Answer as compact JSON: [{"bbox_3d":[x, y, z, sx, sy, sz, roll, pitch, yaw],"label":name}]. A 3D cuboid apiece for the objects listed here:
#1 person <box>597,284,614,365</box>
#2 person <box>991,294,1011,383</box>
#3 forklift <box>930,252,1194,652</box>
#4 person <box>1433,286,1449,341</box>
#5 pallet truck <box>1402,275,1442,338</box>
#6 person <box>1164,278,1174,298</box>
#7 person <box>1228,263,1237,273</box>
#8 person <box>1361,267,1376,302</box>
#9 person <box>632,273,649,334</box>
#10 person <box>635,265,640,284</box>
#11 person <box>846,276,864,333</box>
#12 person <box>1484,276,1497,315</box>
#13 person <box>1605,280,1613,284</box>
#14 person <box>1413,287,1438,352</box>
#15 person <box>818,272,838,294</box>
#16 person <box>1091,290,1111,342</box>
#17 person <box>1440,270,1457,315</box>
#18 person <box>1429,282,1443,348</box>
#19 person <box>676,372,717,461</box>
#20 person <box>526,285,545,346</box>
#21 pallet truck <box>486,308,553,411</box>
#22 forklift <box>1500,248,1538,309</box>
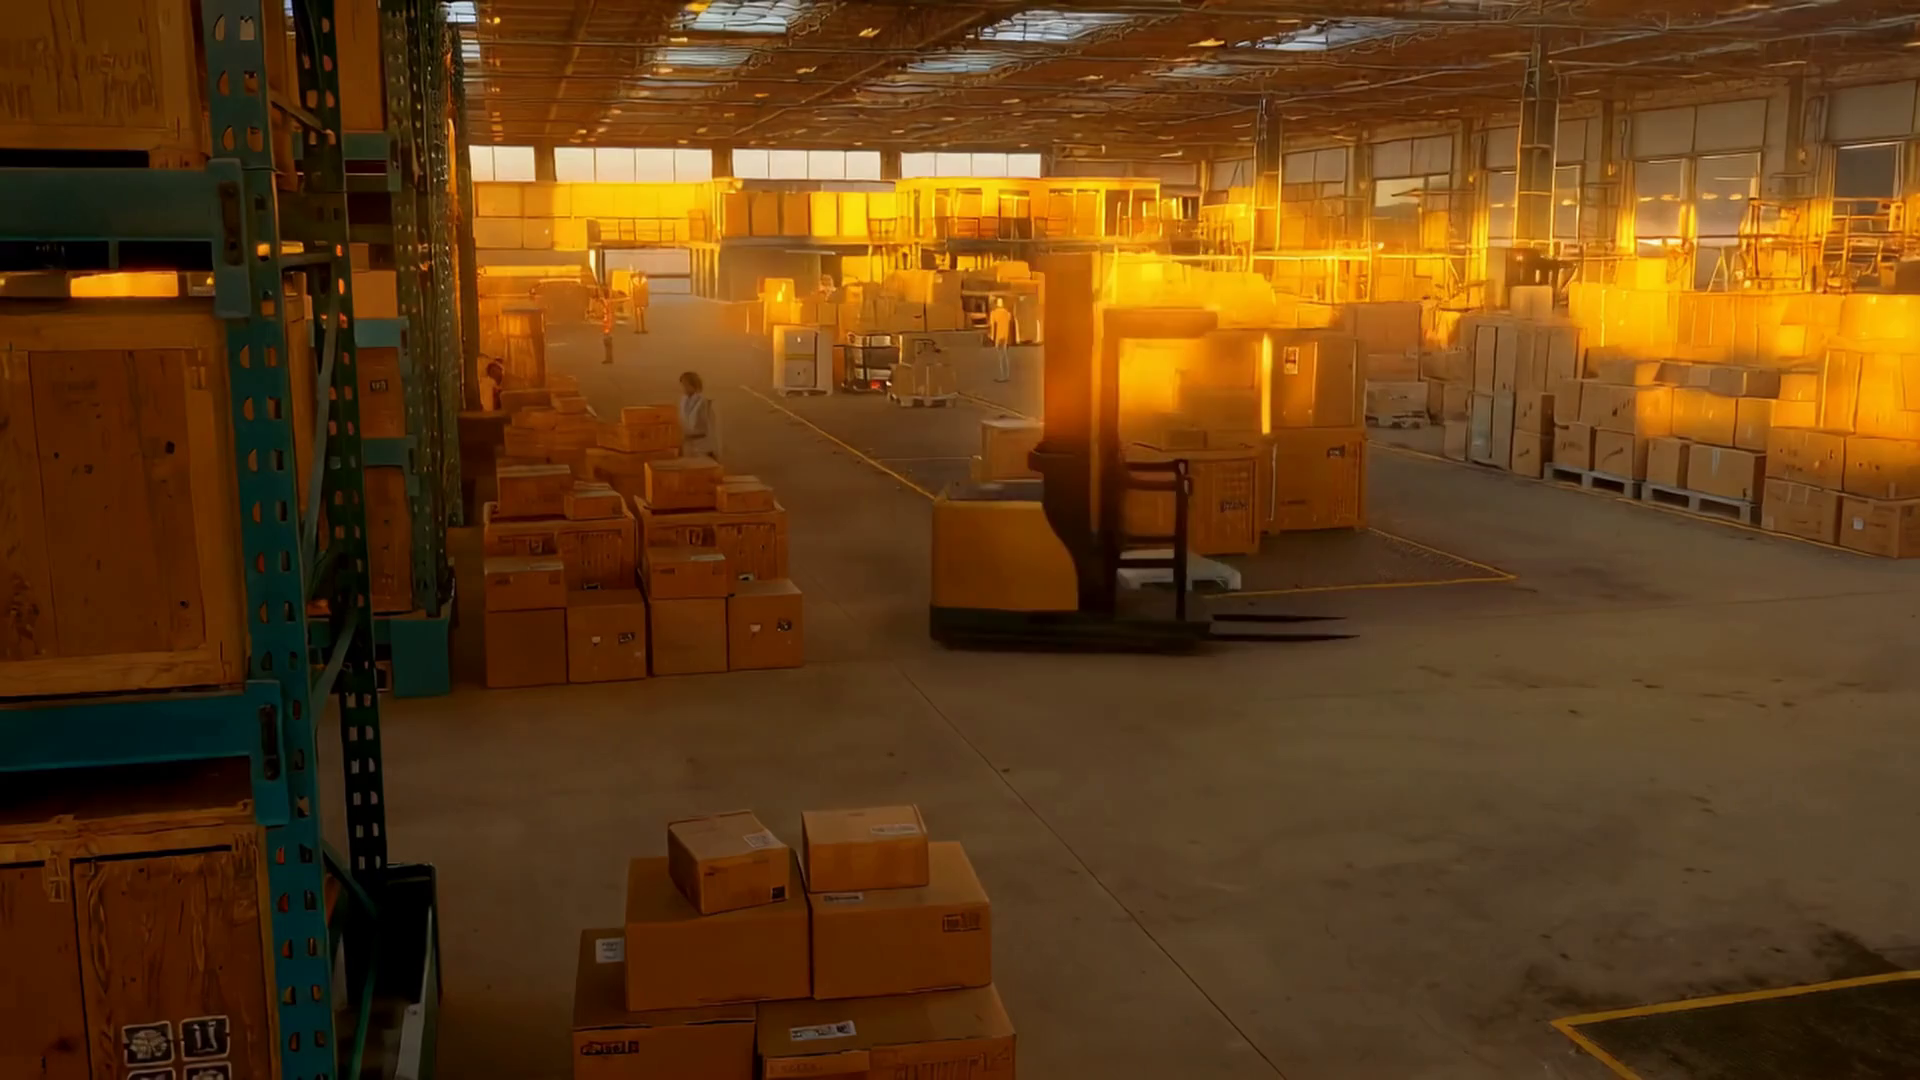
[{"bbox_3d":[-8.609,-5.235,40.416,0.371,1.960,0.609,-1,10,-8],"label":"person"},{"bbox_3d":[0.858,-4.256,35.130,0.520,1.873,0.333,-8,13,-40],"label":"person"},{"bbox_3d":[0.756,-0.679,12.020,1.873,2.768,1.129,1,10,6],"label":"forklift"},{"bbox_3d":[14.528,-6.823,50.150,0.322,1.699,0.536,-2,10,-13],"label":"person"},{"bbox_3d":[14.620,-7.324,52.145,0.823,1.965,1.885,8,13,40],"label":"pallet truck"},{"bbox_3d":[6.722,-7.504,53.574,0.328,1.861,0.503,1,10,8],"label":"person"},{"bbox_3d":[15.459,-14.725,94.149,0.648,1.956,0.873,-3,10,-16],"label":"person"},{"bbox_3d":[19.825,-12.268,80.446,0.589,1.895,0.885,-4,11,-22],"label":"person"},{"bbox_3d":[-10.528,-7.801,54.851,0.375,1.995,0.611,9,14,42],"label":"person"},{"bbox_3d":[-16.684,-13.291,86.261,0.355,1.883,0.576,-3,10,-16],"label":"person"},{"bbox_3d":[-3.275,-7.262,51.954,0.545,1.942,0.350,1,10,3],"label":"person"},{"bbox_3d":[18.750,-8.418,58.841,0.436,1.829,0.634,2,10,13],"label":"person"},{"bbox_3d":[22.323,-8.032,56.990,0.597,1.701,0.480,-3,11,-19],"label":"person"},{"bbox_3d":[10.900,-5.009,39.306,0.658,1.894,0.990,8,13,37],"label":"person"},{"bbox_3d":[-4.503,-8.211,57.045,0.693,2.000,0.978,-2,10,-9],"label":"person"},{"bbox_3d":[3.297,-5.030,39.601,0.618,1.842,1.081,-7,12,-34],"label":"person"},{"bbox_3d":[19.225,-9.640,65.443,0.643,1.924,0.741,3,11,18],"label":"person"},{"bbox_3d":[13.277,-6.275,46.595,0.975,1.858,0.619,2,10,9],"label":"person"},{"bbox_3d":[-2.626,-0.933,17.066,0.527,1.613,0.726,8,13,37],"label":"person"},{"bbox_3d":[-12.373,-6.552,48.502,0.527,1.744,0.746,1,10,7],"label":"person"},{"bbox_3d":[-6.242,-2.418,24.362,0.823,1.965,1.885,1,10,3],"label":"pallet truck"},{"bbox_3d":[13.365,-5.604,39.907,1.873,2.768,1.129,-3,10,-15],"label":"forklift"}]
